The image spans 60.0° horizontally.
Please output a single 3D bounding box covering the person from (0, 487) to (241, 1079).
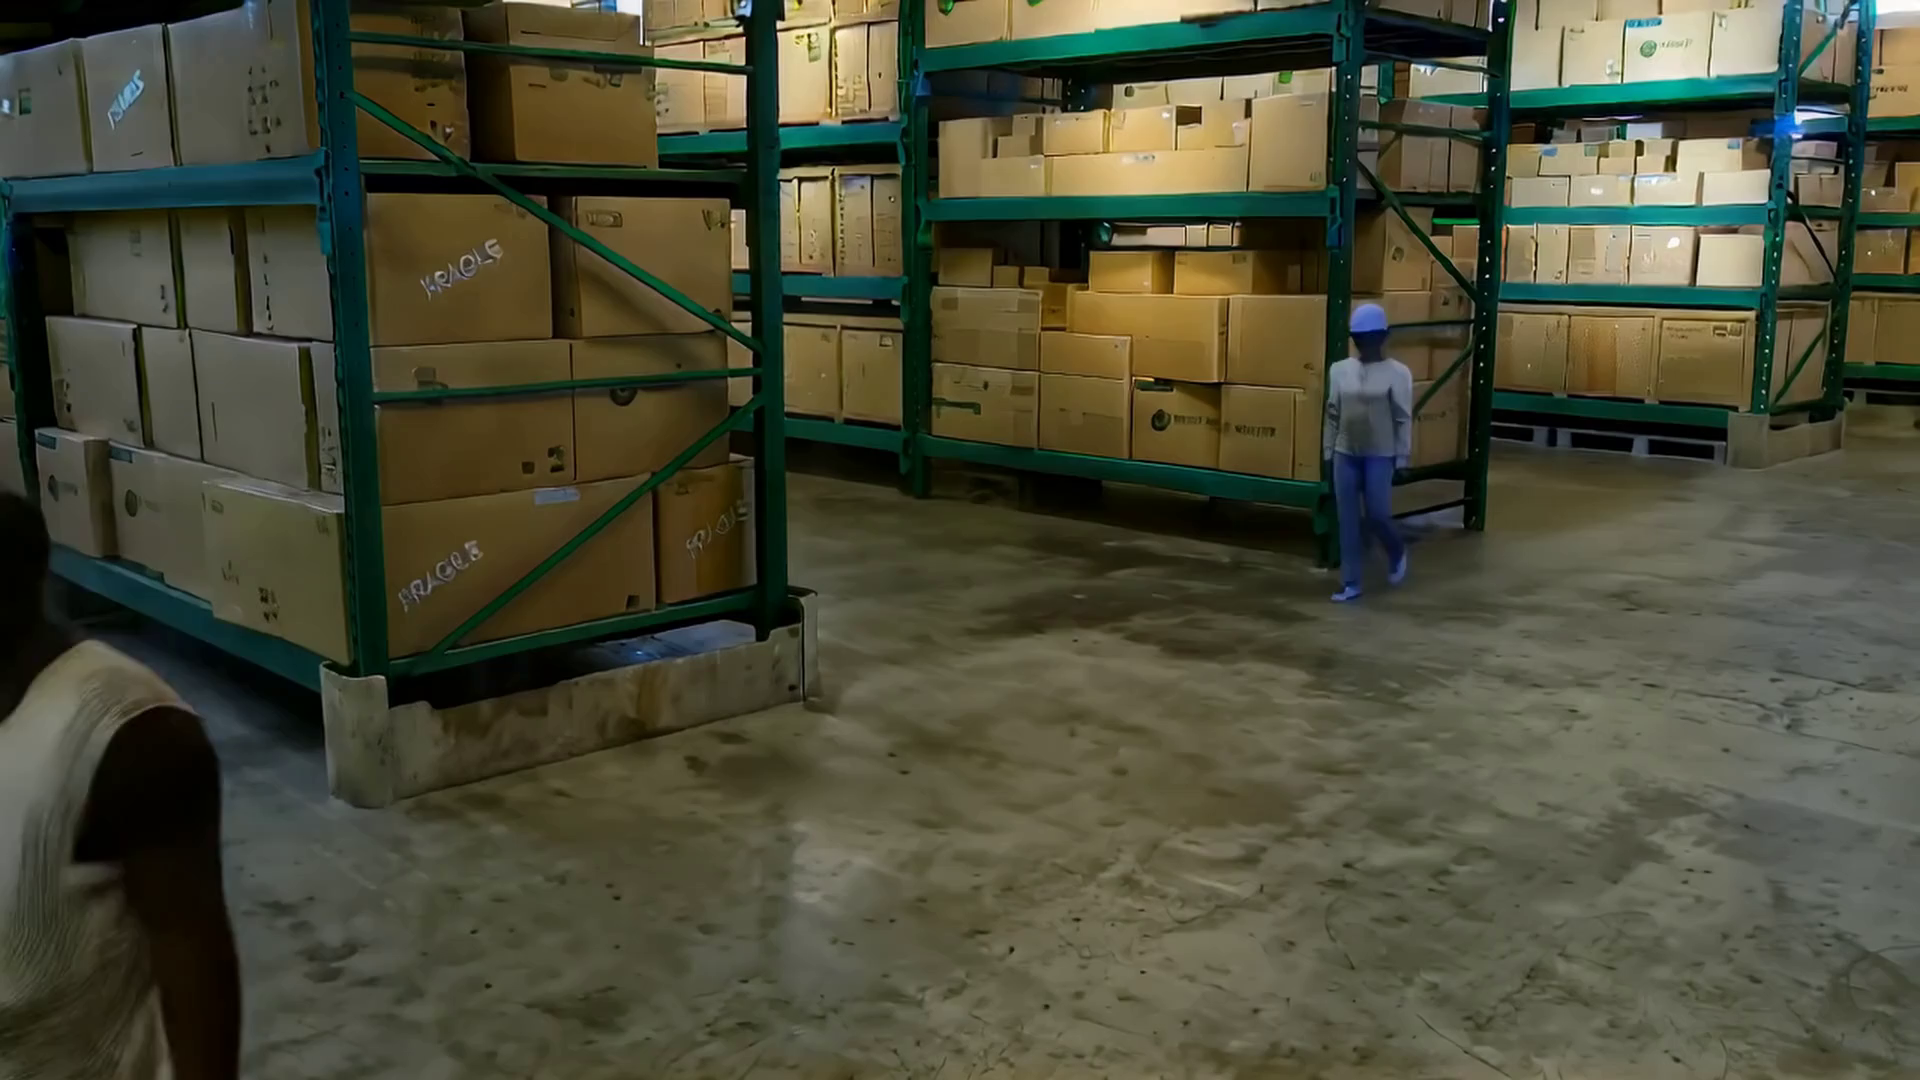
[{"bbox_3d":[-1.455,0.801,2.497,0.634,1.783,1.002,5,11,23],"label":"person"}]

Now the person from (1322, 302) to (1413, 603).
[{"bbox_3d":[2.402,-0.513,9.737,0.530,1.752,0.554,9,14,41],"label":"person"}]

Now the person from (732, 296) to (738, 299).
[{"bbox_3d":[-3.405,-3.095,23.652,0.612,1.818,0.440,-8,13,-37],"label":"person"}]
